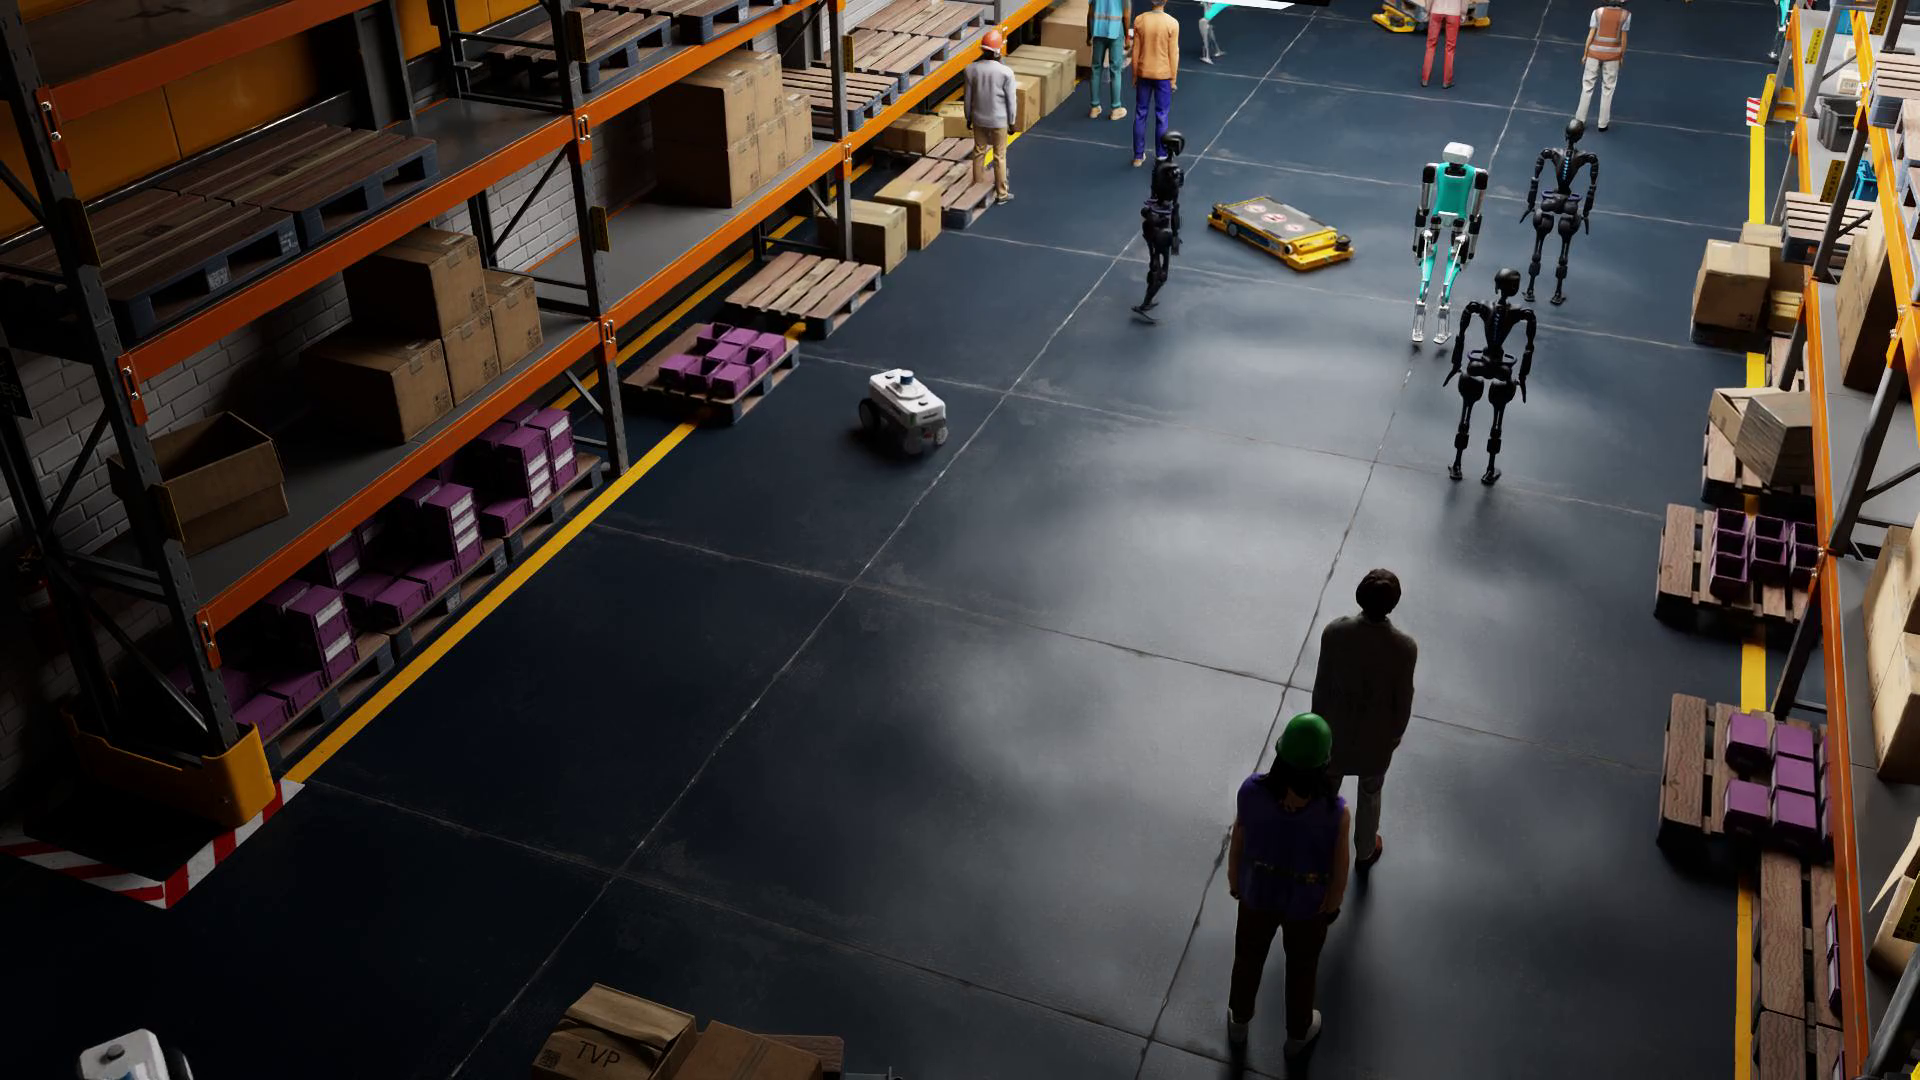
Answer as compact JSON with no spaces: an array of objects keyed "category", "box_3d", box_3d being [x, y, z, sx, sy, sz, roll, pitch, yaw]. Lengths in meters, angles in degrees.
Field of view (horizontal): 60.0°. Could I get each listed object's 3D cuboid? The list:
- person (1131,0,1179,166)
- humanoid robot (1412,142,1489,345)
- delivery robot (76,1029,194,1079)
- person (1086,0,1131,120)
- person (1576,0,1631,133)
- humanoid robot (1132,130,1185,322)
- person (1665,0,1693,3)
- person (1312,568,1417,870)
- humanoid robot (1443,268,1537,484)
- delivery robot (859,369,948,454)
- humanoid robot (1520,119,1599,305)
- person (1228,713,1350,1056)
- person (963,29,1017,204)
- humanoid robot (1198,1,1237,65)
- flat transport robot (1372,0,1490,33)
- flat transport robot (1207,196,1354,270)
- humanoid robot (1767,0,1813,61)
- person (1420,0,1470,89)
[{"category":"person","box_3d":[2.063,-4.936,17.652,0.505,1.986,0.382,13,35,20]},{"category":"humanoid robot","box_3d":[3.997,-2.396,13.824,0.533,1.677,0.735,12,35,18]},{"category":"delivery robot","box_3d":[-3.655,2.544,7.385,0.525,0.587,0.734,-18,37,-26]},{"category":"person","box_3d":[1.687,-5.751,19.018,0.528,1.869,0.393,13,35,20]},{"category":"person","box_3d":[7.234,-5.434,18.688,0.444,1.690,0.309,13,35,20]},{"category":"humanoid robot","box_3d":[1.712,-2.763,14.576,0.451,1.648,0.617,-7,34,-11]},{"category":"person","box_3d":[10.230,-8.403,23.312,0.485,1.659,0.343,13,35,20]},{"category":"person","box_3d":[2.087,0.944,8.692,0.502,1.834,0.369,13,35,20]},{"category":"humanoid robot","box_3d":[3.855,-1.207,12.153,0.599,1.653,0.315,12,35,18]},{"category":"delivery robot","box_3d":[-0.404,-1.039,12.930,0.525,0.587,0.734,-18,37,-26]},{"category":"humanoid robot","box_3d":[5.322,-2.931,14.817,0.599,1.657,0.315,12,35,18]},{"category":"person","box_3d":[1.480,1.597,7.589,0.531,1.932,0.412,13,35,20]},{"category":"person","box_3d":[0.315,-4.279,16.843,0.561,1.752,0.330,13,35,20]},{"category":"humanoid robot","box_3d":[3.237,-6.930,20.957,0.867,1.770,0.603,-5,33,-7]},{"category":"flat transport robot","box_3d":[6.405,-7.123,22.615,1.431,0.231,0.659,-8,34,-13]},{"category":"flat transport robot","box_3d":[3.124,-3.023,16.271,0.659,0.231,1.431,-18,37,-26]},{"category":"humanoid robot","box_3d":[10.373,-6.782,20.612,0.533,1.677,0.735,12,35,18]},{"category":"person","box_3d":[5.843,-6.331,20.015,0.523,1.762,0.326,13,35,20]}]
